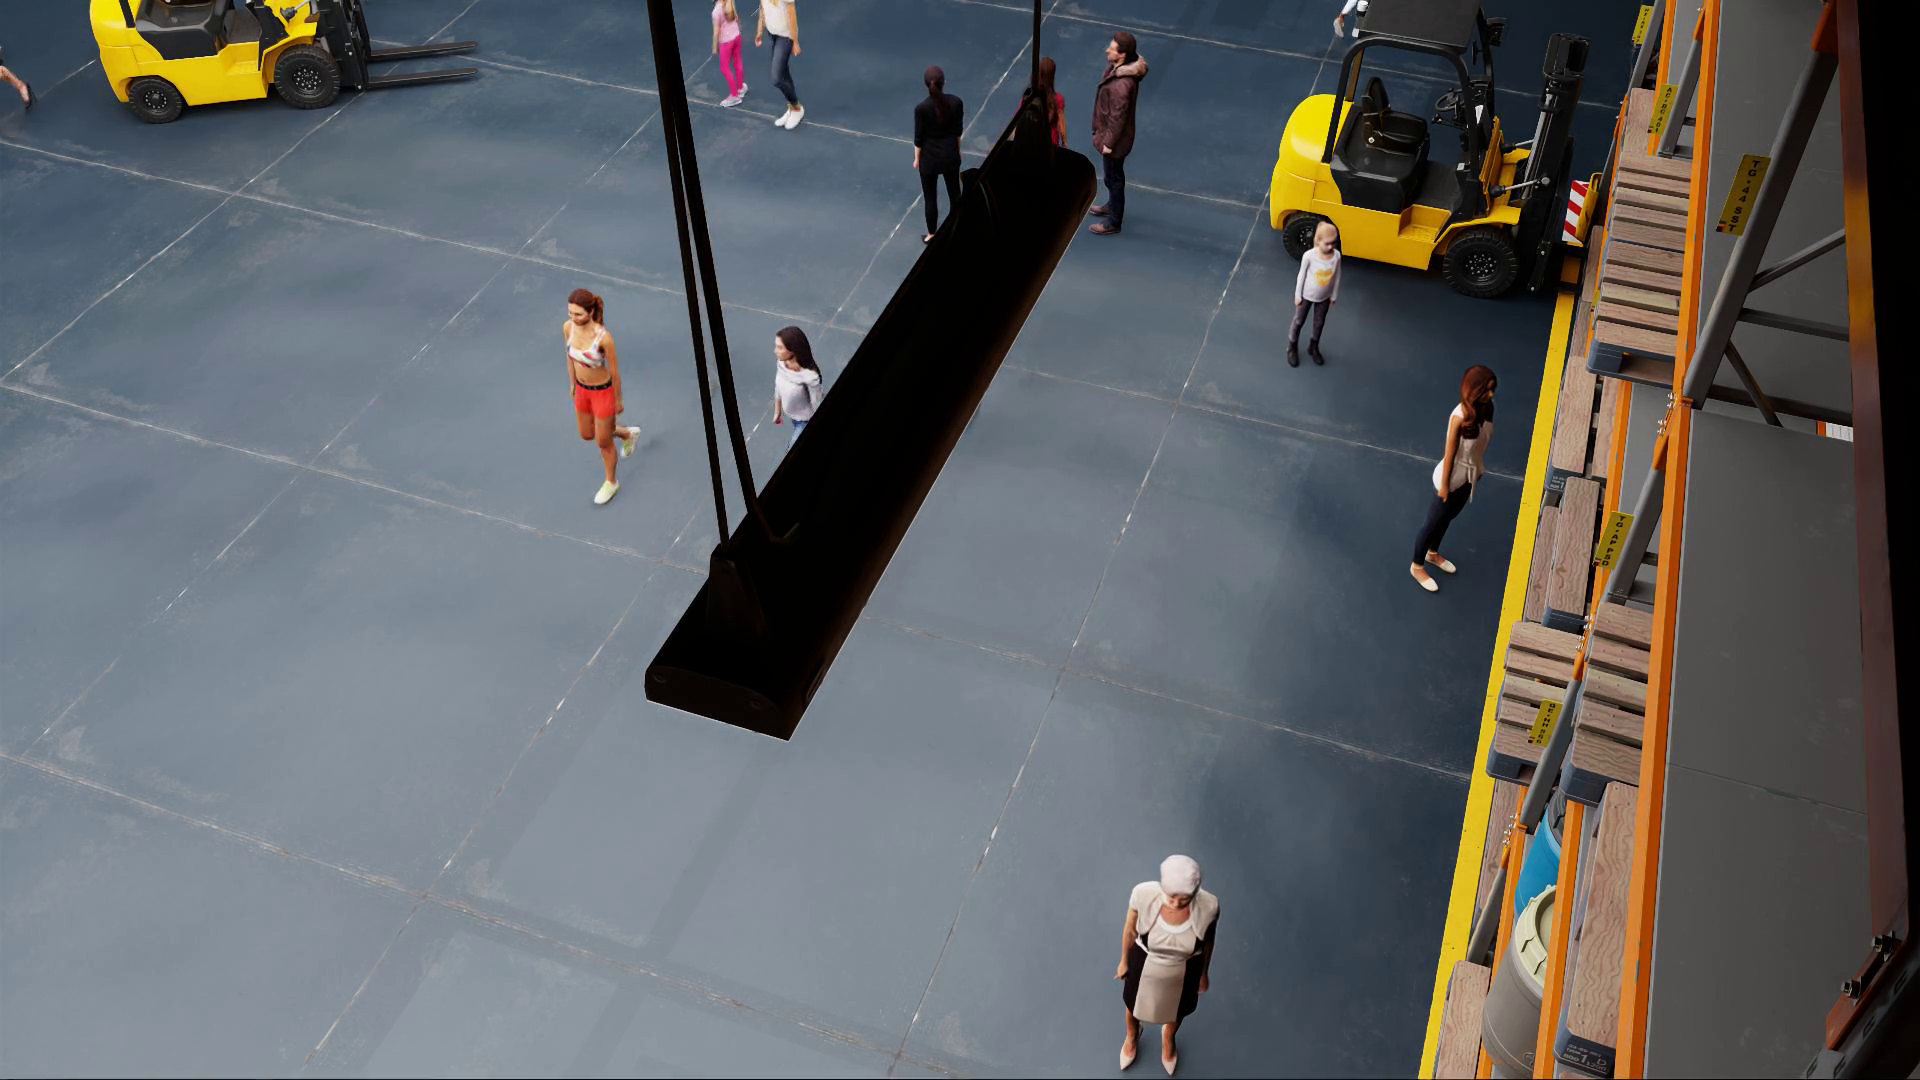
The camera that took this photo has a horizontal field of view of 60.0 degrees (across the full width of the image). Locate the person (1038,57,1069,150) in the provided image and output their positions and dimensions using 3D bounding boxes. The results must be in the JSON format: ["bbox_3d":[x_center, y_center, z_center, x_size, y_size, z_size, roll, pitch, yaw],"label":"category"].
[{"bbox_3d":[0.698,-3.413,14.457,0.542,1.537,0.632,15,46,15],"label":"person"}]

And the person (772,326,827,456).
[{"bbox_3d":[-1.029,-0.872,11.755,1.147,1.585,1.024,-24,48,-23],"label":"person"}]

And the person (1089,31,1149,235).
[{"bbox_3d":[1.345,-3.523,14.345,0.891,1.849,0.727,3,44,3],"label":"person"}]

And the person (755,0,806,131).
[{"bbox_3d":[-1.612,-4.762,15.682,0.739,1.800,0.705,-27,50,-25],"label":"person"}]

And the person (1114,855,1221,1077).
[{"bbox_3d":[1.043,2.150,8.460,0.667,1.755,0.585,7,44,7],"label":"person"}]

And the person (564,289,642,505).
[{"bbox_3d":[-2.536,-1.090,11.842,0.664,1.780,0.875,21,47,20],"label":"person"}]

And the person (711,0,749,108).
[{"bbox_3d":[-2.226,-4.899,16.220,0.484,1.256,0.730,-34,53,-30],"label":"person"}]

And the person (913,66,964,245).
[{"bbox_3d":[-0.177,-3.258,14.206,0.683,1.660,0.734,-15,46,-16],"label":"person"}]

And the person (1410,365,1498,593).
[{"bbox_3d":[3.315,-0.439,11.155,0.606,1.785,0.721,-33,53,-30],"label":"person"}]

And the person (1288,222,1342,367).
[{"bbox_3d":[2.798,-1.942,13.103,0.567,1.274,0.593,-3,44,-3],"label":"person"}]
